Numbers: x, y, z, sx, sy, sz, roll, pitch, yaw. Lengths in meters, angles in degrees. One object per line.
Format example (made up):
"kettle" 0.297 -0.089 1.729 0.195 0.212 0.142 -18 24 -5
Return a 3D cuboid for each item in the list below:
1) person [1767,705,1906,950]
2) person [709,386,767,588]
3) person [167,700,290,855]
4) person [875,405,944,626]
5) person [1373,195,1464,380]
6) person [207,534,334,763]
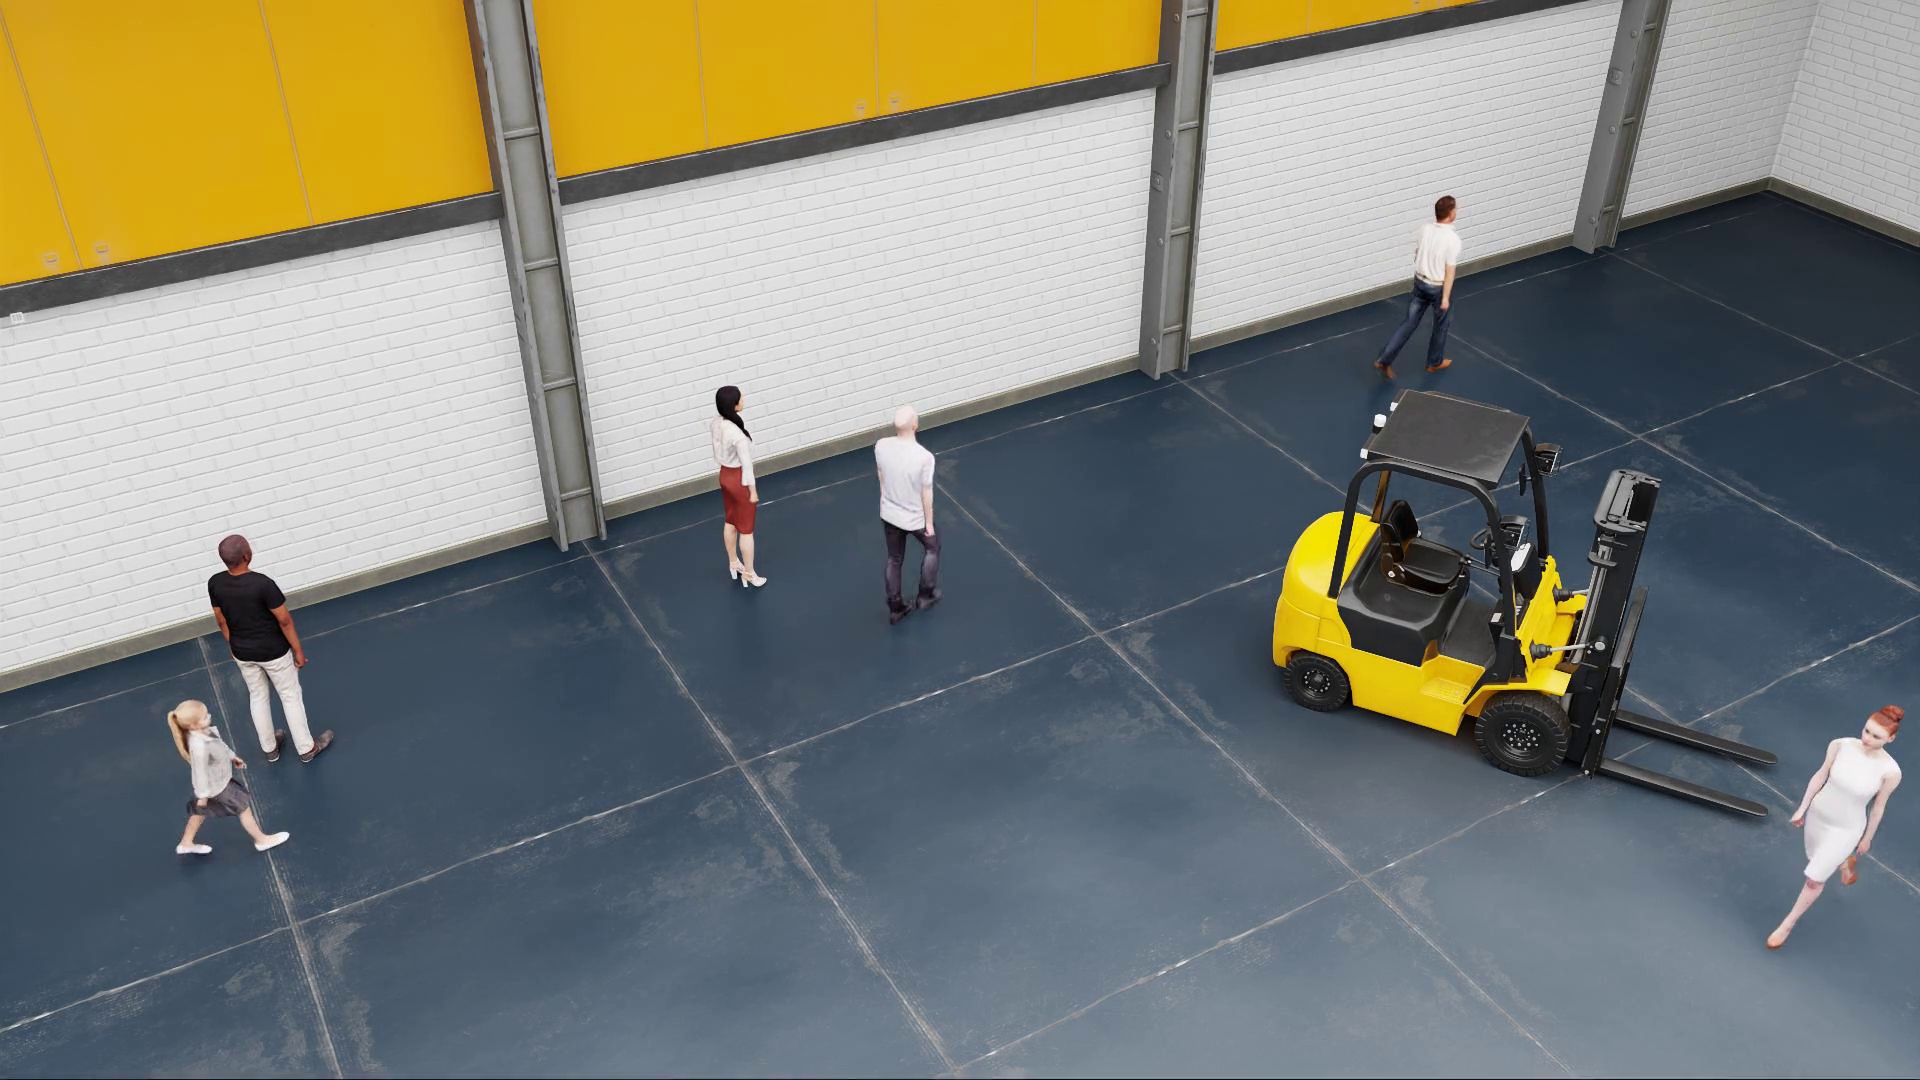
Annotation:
"person" 5.208 1.652 9.799 1.067 1.766 0.599 -20 38 -27
"person" -1.726 -0.414 12.921 0.562 1.751 0.627 -25 41 -32
"person" -4.770 1.525 10.458 0.887 1.248 0.516 -15 37 -22
"person" -0.448 -0.140 12.448 0.869 1.818 0.928 17 37 24
"person" 4.385 -2.354 15.774 1.176 1.824 0.668 -19 38 -26
"person" -4.674 0.737 11.140 0.725 1.805 0.825 2 34 3
